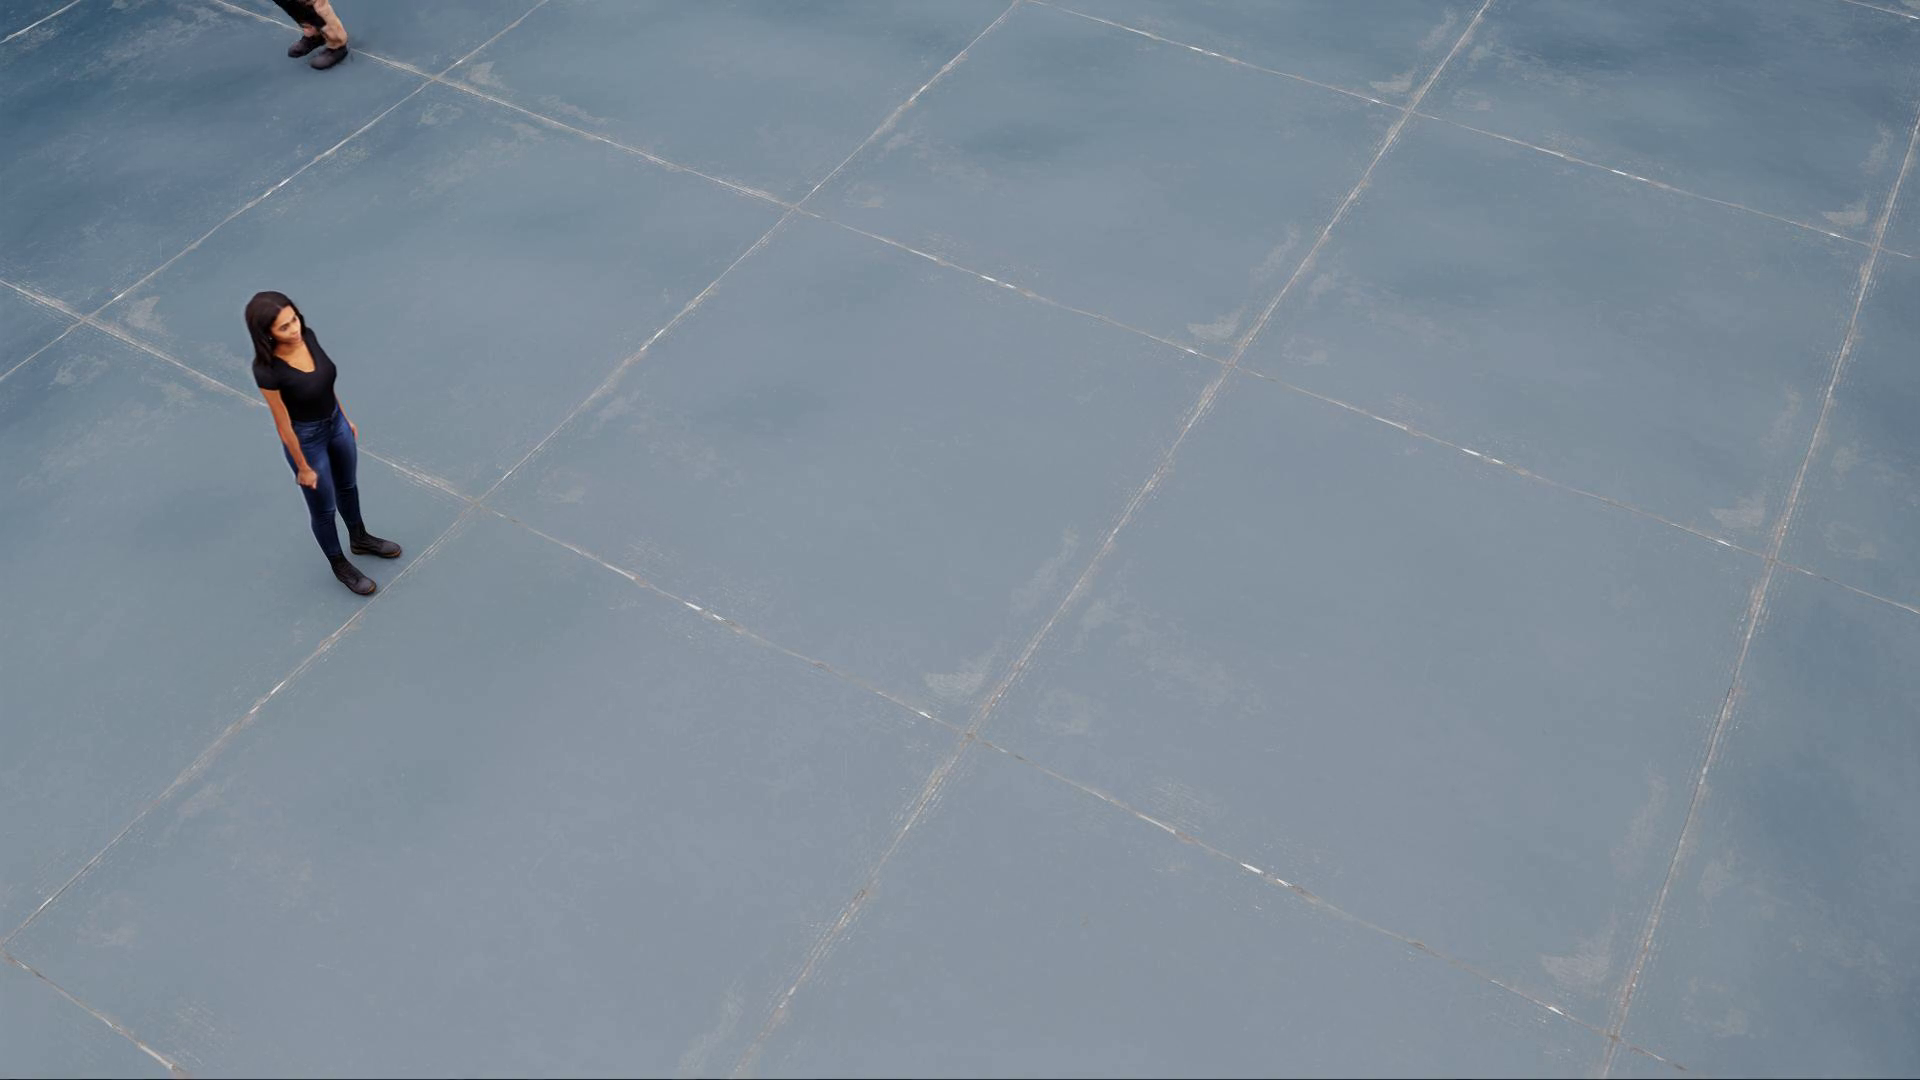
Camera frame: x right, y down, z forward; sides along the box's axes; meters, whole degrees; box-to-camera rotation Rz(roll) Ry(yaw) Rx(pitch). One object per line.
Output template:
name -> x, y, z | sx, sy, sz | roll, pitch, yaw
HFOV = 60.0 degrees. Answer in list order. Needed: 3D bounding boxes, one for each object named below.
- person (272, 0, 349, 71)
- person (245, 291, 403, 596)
person -> -4.368, -3.959, 10.957 | 0.900, 1.866, 0.636 | -27, 53, -23
person -> -3.021, -0.471, 7.819 | 0.599, 1.738, 0.621 | 12, 48, 11
